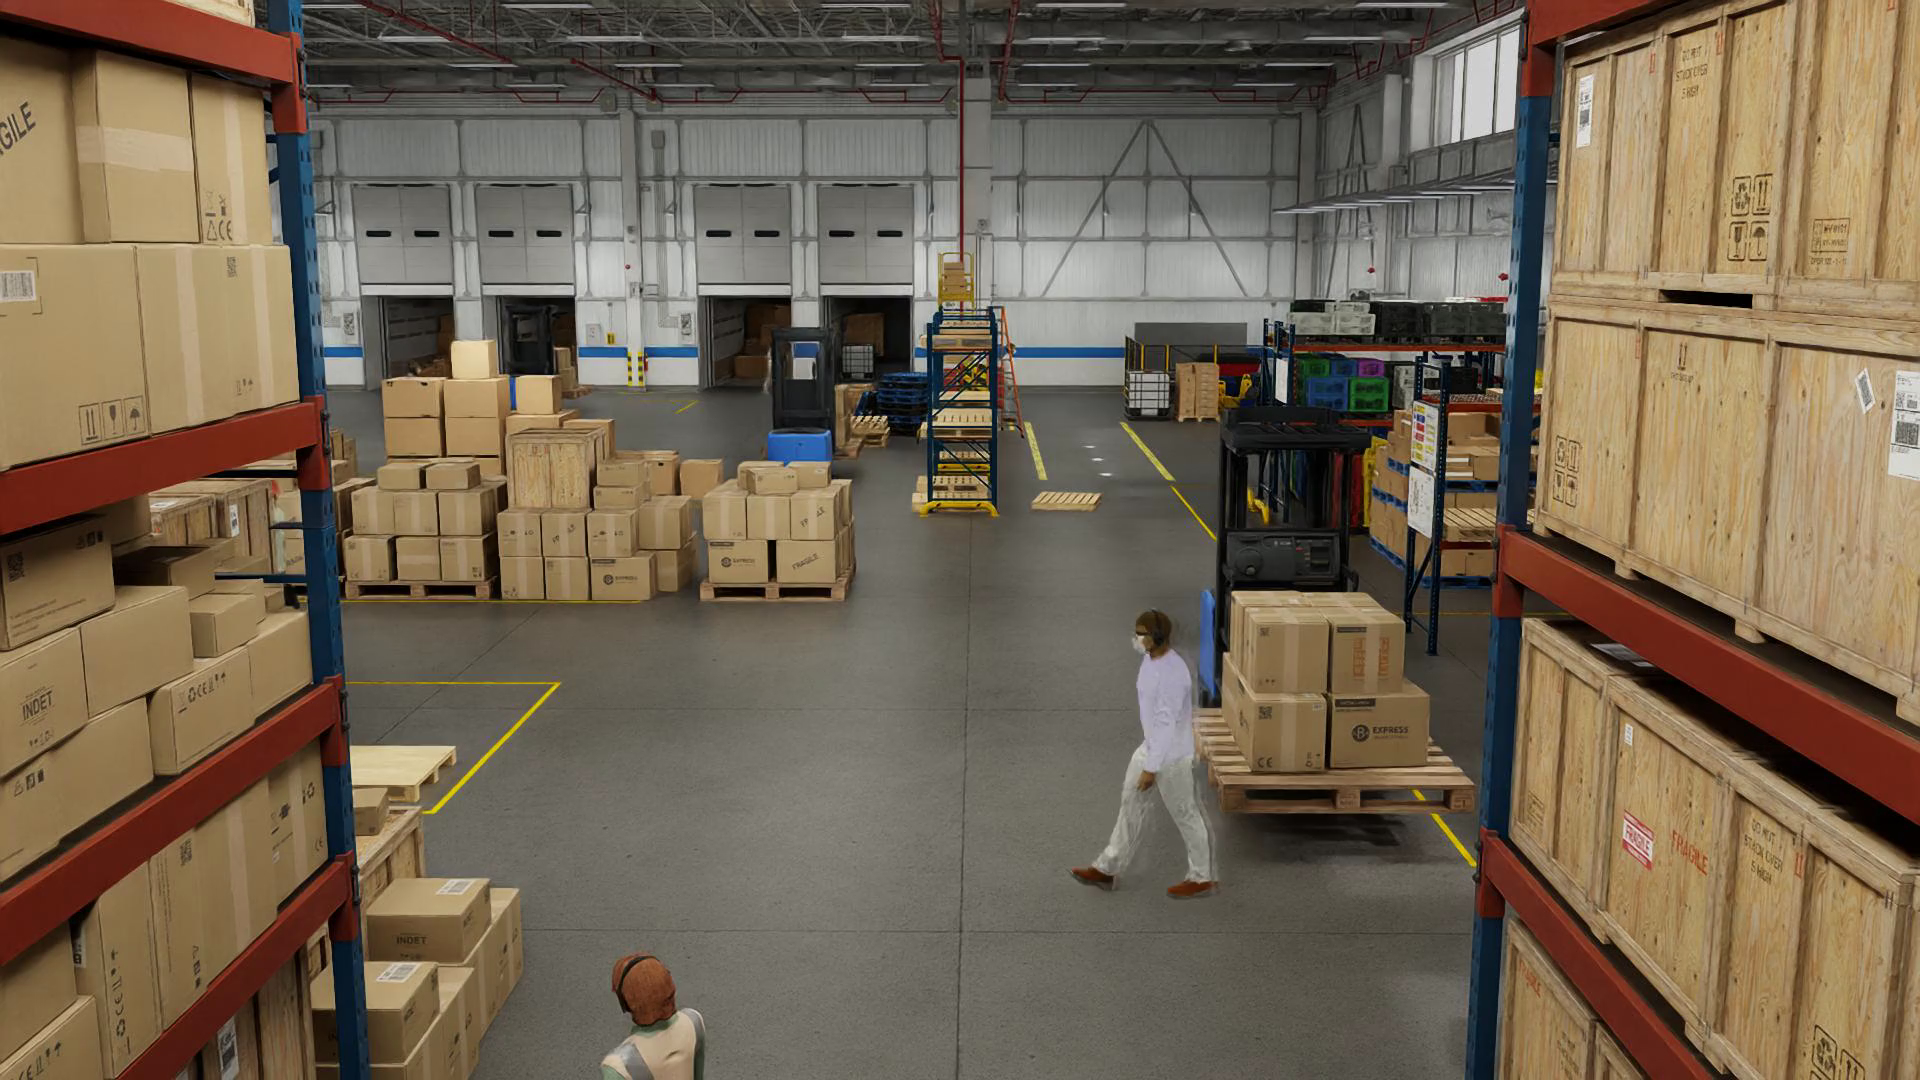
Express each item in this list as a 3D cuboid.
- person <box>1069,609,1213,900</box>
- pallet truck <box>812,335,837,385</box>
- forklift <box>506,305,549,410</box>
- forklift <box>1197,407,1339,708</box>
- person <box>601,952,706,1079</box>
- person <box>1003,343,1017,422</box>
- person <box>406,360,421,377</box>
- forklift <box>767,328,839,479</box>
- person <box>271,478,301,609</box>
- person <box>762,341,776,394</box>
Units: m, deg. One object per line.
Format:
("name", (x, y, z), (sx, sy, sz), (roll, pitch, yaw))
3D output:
("person", (1.185, 1.383, 10.579), (0.985, 1.893, 0.656), (-2, 10, -12))
("pallet truck", (-3.021, -4.312, 43.126), (1.885, 1.965, 0.823), (3, 10, 17))
("forklift", (-10.735, -4.452, 41.385), (1.129, 2.768, 1.873), (0, 10, 1))
("forklift", (2.693, 0.257, 14.220), (1.129, 2.768, 1.873), (0, 10, 1))
("person", (-1.103, 2.293, 6.059), (0.314, 1.636, 0.515), (6, 11, 30))
("person", (1.203, -3.849, 40.623), (0.353, 1.937, 0.635), (0, 10, 1))
("person", (-11.270, -2.732, 34.217), (0.565, 1.927, 0.647), (-2, 10, -13))
("forklift", (-2.738, -2.265, 28.771), (1.129, 2.768, 1.873), (0, 10, 1))
("person", (-6.764, 0.332, 16.412), (0.750, 1.964, 0.614), (4, 10, 20))
("person", (-5.389, -5.053, 48.554), (0.873, 1.587, 0.532), (-1, 10, -5))
